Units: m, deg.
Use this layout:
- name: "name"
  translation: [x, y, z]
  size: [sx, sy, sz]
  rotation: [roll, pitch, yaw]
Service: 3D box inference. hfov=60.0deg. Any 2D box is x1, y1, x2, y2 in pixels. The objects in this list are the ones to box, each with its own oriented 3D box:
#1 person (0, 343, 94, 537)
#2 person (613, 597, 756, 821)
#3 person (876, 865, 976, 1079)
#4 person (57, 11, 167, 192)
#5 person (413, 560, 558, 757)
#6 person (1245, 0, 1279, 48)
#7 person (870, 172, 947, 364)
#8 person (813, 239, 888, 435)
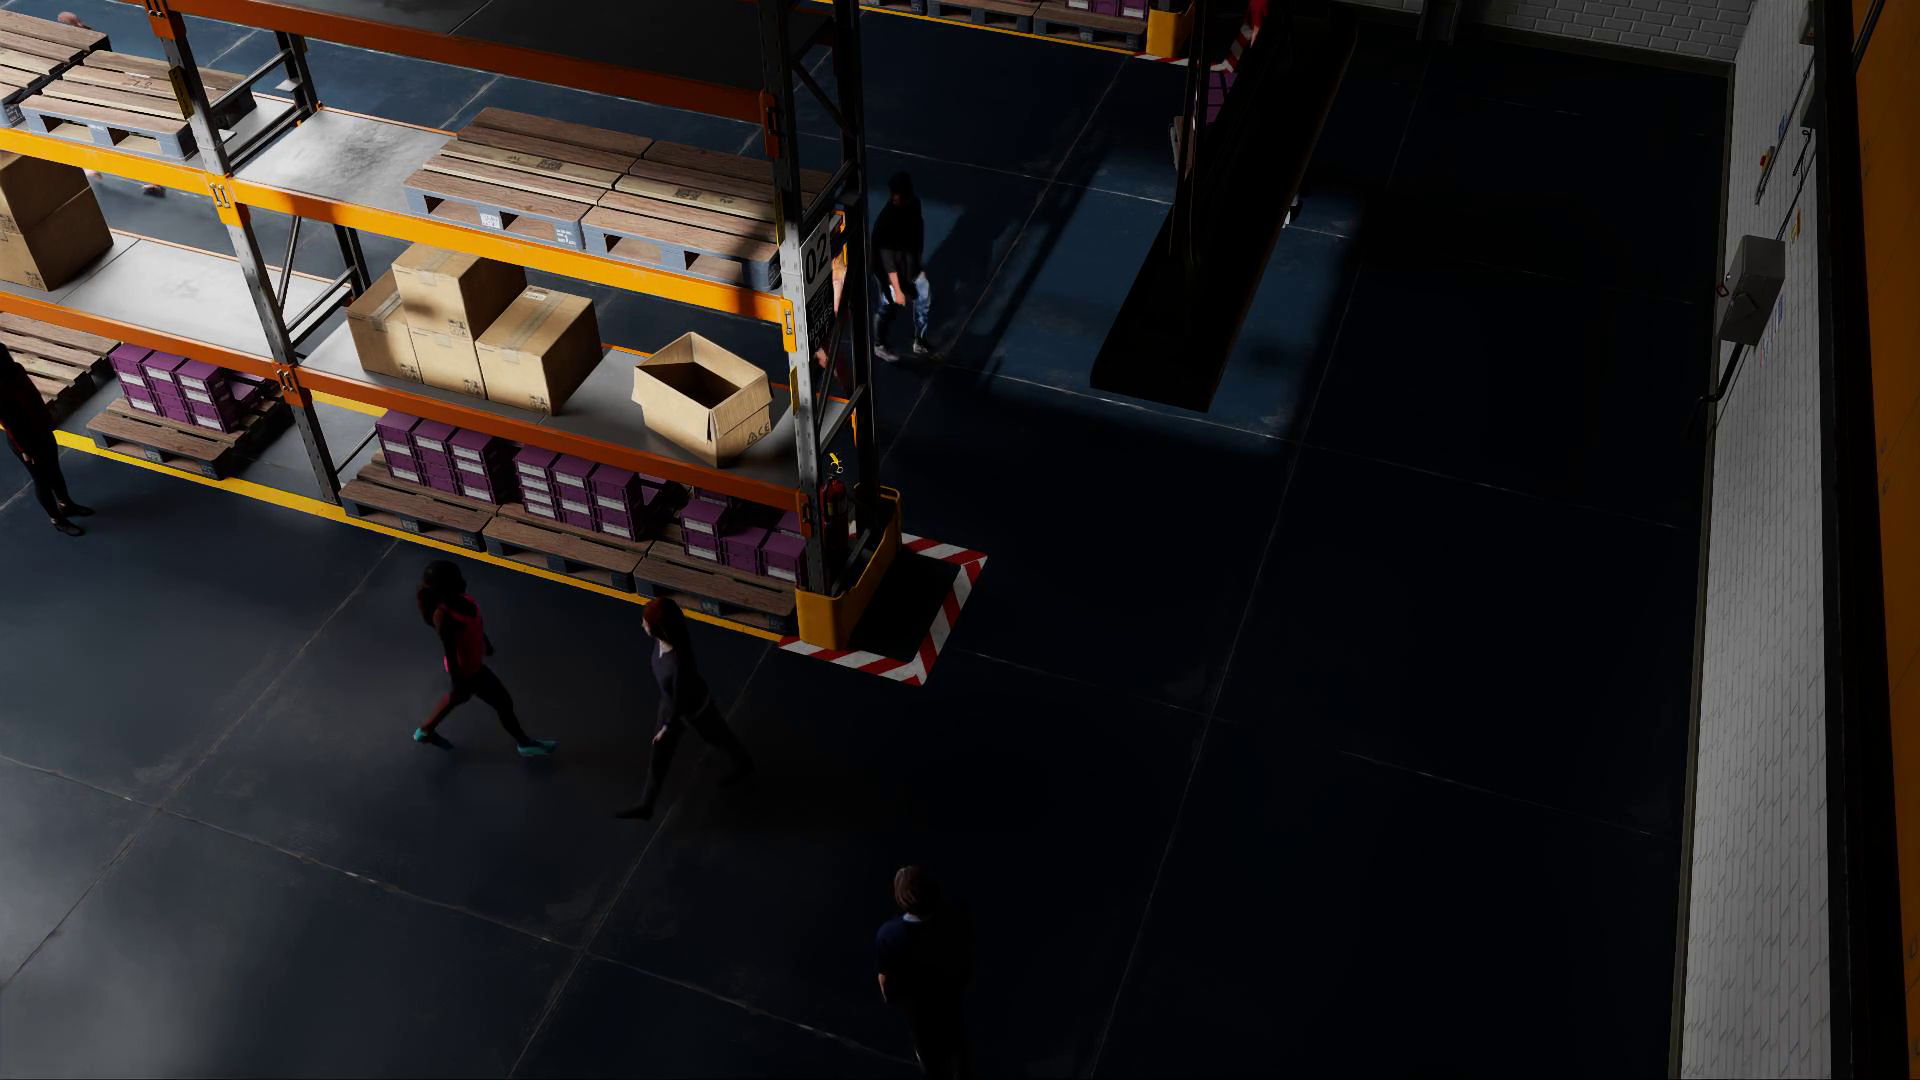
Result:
- name: "person"
  translation: [-6.584, -0.737, 11.757]
  size: [0.622, 1.657, 0.650]
  rotation: [0, 44, 0]
- name: "person"
  translation: [-1.538, 0.990, 9.903]
  size: [1.113, 1.714, 1.129]
  rotation: [-22, 48, -22]
- name: "person"
  translation: [-0.129, 2.305, 8.421]
  size: [0.834, 1.854, 0.900]
  rotation: [-12, 45, -12]
- name: "person"
  translation: [-7.662, -3.900, 15.030]
  size: [1.125, 1.723, 0.685]
  rotation: [19, 47, 19]
- name: "person"
  translation: [-3.100, 0.764, 10.159]
  size: [1.197, 1.687, 0.879]
  rotation: [-3, 44, -3]
- name: "person"
  translation: [3.042, -5.434, 16.773]
  size: [0.732, 1.539, 0.680]
  rotation: [-30, 51, -27]
- name: "person"
  translation: [-0.565, -2.178, 13.183]
  size: [0.920, 1.777, 0.829]
  rotation: [25, 49, 24]
- name: "person"
  translation: [-1.051, -1.665, 12.640]
  size: [1.189, 1.783, 0.818]
  rotation: [27, 50, 25]
